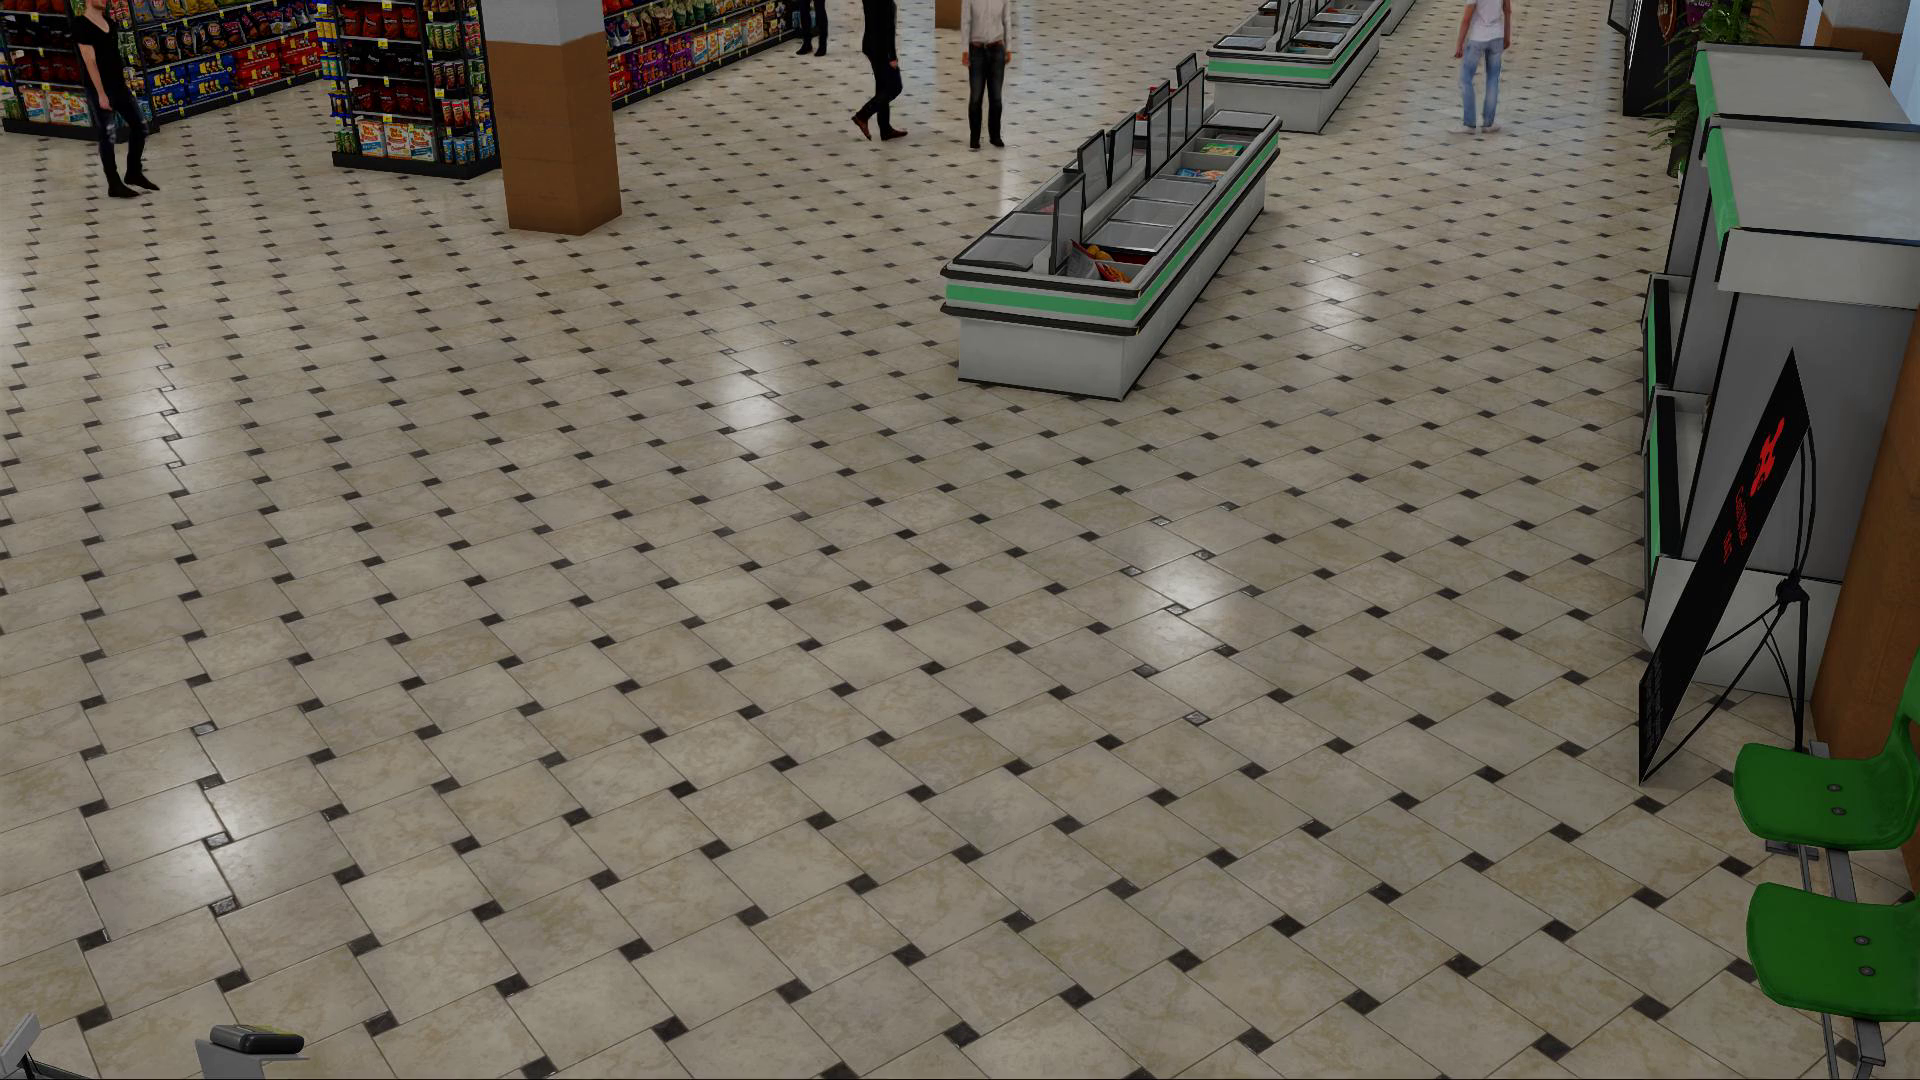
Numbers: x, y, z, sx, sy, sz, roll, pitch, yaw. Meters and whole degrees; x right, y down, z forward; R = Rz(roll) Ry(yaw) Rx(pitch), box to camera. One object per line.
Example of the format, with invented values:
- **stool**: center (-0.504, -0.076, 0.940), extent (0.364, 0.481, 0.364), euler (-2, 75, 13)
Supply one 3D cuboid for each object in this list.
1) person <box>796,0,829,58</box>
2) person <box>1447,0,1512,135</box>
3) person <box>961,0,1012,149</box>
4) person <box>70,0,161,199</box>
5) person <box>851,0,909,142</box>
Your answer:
- **person**: center (-1.853, -7.020, 20.684), extent (0.623, 1.867, 0.606), euler (11, 29, 20)
- **person**: center (5.365, -5.039, 16.827), extent (0.889, 1.823, 0.911), euler (-3, 27, -7)
- **person**: center (0.242, -4.790, 16.350), extent (0.749, 1.810, 0.748), euler (-5, 27, -10)
- **person**: center (-7.581, -3.951, 14.616), extent (0.767, 1.882, 0.606), euler (7, 28, 13)
- **person**: center (-0.841, -4.832, 16.452), extent (1.047, 1.793, 0.982), euler (-13, 30, -24)
